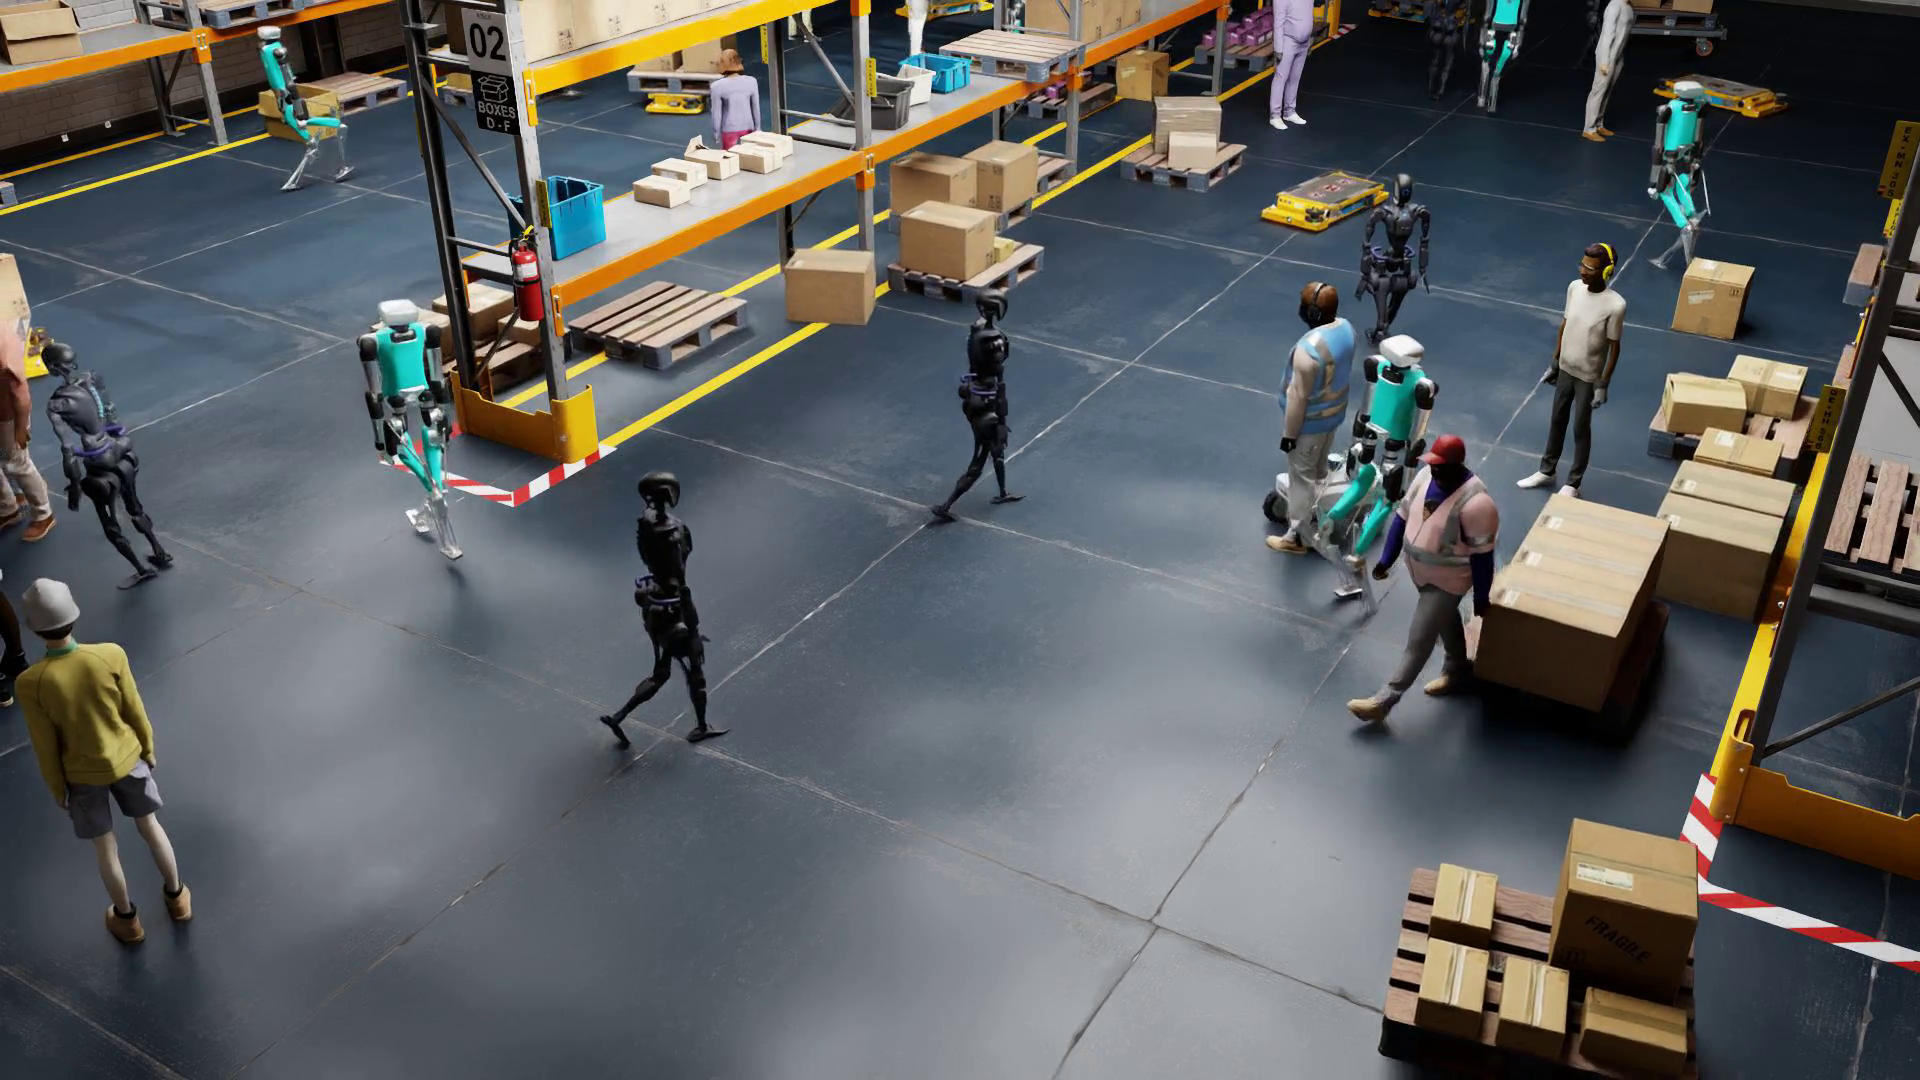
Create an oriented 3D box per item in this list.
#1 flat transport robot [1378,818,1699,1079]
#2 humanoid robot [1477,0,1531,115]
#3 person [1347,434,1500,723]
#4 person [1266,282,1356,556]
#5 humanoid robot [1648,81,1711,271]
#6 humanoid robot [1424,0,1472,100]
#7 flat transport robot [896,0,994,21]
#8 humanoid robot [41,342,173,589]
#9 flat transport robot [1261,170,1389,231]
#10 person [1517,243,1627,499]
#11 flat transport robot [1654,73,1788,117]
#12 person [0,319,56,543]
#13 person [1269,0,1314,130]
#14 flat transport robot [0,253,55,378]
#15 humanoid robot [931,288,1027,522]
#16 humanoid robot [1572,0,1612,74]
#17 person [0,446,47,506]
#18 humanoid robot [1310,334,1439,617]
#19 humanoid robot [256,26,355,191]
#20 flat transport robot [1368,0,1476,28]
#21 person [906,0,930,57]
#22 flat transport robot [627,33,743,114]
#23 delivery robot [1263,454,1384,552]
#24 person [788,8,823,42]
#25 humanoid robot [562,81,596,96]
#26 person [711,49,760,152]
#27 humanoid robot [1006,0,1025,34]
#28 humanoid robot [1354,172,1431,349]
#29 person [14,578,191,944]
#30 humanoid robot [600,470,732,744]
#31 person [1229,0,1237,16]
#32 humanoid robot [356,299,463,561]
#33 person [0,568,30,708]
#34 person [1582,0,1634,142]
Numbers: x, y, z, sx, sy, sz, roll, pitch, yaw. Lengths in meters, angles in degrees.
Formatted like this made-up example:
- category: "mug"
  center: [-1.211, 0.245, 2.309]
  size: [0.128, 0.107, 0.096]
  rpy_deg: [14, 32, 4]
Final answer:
- category: "flat transport robot"
  center: [2.437, 2.161, 7.118]
  size: [0.659, 0.231, 1.431]
  rpy_deg: [10, 31, 18]
- category: "humanoid robot"
  center: [6.556, -6.070, 20.226]
  size: [0.532, 1.790, 0.990]
  rpy_deg: [6, 30, 10]
- category: "person"
  center: [2.554, 0.207, 9.114]
  size: [0.945, 1.701, 0.595]
  rpy_deg: [-11, 31, -18]
- category: "person"
  center: [2.259, -0.784, 10.742]
  size: [0.432, 1.833, 0.625]
  rpy_deg: [20, 35, 31]
- category: "humanoid robot"
  center: [6.676, -3.186, 15.131]
  size: [0.554, 1.800, 0.903]
  rpy_deg: [-9, 31, -16]
- category: "humanoid robot"
  center: [6.061, -6.352, 20.781]
  size: [0.397, 1.677, 0.598]
  rpy_deg: [-24, 37, -36]
- category: "flat transport robot"
  center: [-0.218, -8.151, 25.360]
  size: [1.431, 0.231, 0.659]
  rpy_deg: [-22, 36, -34]
- category: "humanoid robot"
  center: [-5.339, -0.484, 10.374]
  size: [0.349, 1.645, 0.596]
  rpy_deg: [4, 30, 7]
- category: "flat transport robot"
  center: [3.780, -3.500, 17.132]
  size: [0.659, 0.231, 1.431]
  rpy_deg: [24, 37, 36]
- category: "person"
  center: [4.202, -1.123, 11.302]
  size: [0.336, 1.872, 0.516]
  rpy_deg: [-14, 32, -22]
- category: "flat transport robot"
  center: [9.501, -5.559, 20.776]
  size: [0.659, 0.231, 1.431]
  rpy_deg: [-20, 35, -31]
- category: "person"
  center: [-6.231, -0.846, 10.742]
  size: [0.678, 1.938, 0.443]
  rpy_deg: [10, 31, 17]
- category: "person"
  center: [3.931, -5.832, 19.596]
  size: [0.642, 1.908, 0.414]
  rpy_deg: [-24, 37, -36]
- category: "flat transport robot"
  center: [-8.150, -1.428, 13.467]
  size: [1.431, 0.231, 0.659]
  rpy_deg: [-11, 31, -19]
- category: "humanoid robot"
  center: [0.124, -0.907, 11.160]
  size: [0.738, 1.642, 0.610]
  rpy_deg: [-10, 31, -17]
- category: "humanoid robot"
  center: [8.454, -6.967, 21.848]
  size: [0.596, 1.640, 0.593]
  rpy_deg: [23, 37, 34]
- category: "person"
  center: [-6.726, -1.145, 11.215]
  size: [0.610, 1.994, 0.391]
  rpy_deg: [-2, 30, -4]
- category: "humanoid robot"
  center: [2.417, -0.338, 10.050]
  size: [0.666, 1.798, 0.541]
  rpy_deg: [-17, 34, -27]
- category: "humanoid robot"
  center: [-6.874, -4.574, 17.592]
  size: [1.037, 1.762, 0.542]
  rpy_deg: [-25, 38, -37]
- category: "flat transport robot"
  center: [6.910, -7.882, 24.884]
  size: [0.659, 0.231, 1.431]
  rpy_deg: [-26, 39, -38]
- category: "person"
  center: [-0.552, -7.398, 22.390]
  size: [0.677, 1.880, 0.827]
  rpy_deg: [21, 36, 32]
- category: "flat transport robot"
  center: [-3.422, -5.626, 20.894]
  size: [0.659, 0.231, 1.431]
  rpy_deg: [4, 30, 7]
- category: "delivery robot"
  center: [2.468, -0.290, 11.155]
  size: [0.773, 0.586, 0.499]
  rpy_deg: [-9, 31, -16]
- category: "person"
  center: [-2.222, -7.954, 23.513]
  size: [0.585, 1.743, 0.366]
  rpy_deg: [24, 38, 36]
- category: "humanoid robot"
  center: [-4.880, -6.304, 20.627]
  size: [0.539, 1.792, 0.843]
  rpy_deg: [23, 37, 35]
- category: "person"
  center: [-2.273, -4.169, 16.937]
  size: [0.502, 1.627, 0.286]
  rpy_deg: [-11, 31, -19]
- category: "humanoid robot"
  center: [0.776, -6.404, 20.885]
  size: [0.548, 1.871, 0.832]
  rpy_deg: [6, 30, 10]
- category: "humanoid robot"
  center: [3.487, -2.181, 13.446]
  size: [0.608, 1.643, 0.820]
  rpy_deg: [-5, 30, -8]
- category: "person"
  center: [-3.867, 1.016, 7.501]
  size: [0.476, 1.890, 0.387]
  rpy_deg: [-23, 37, -34]
- category: "humanoid robot"
  center: [-1.614, 0.395, 8.826]
  size: [0.670, 1.634, 0.600]
  rpy_deg: [-16, 33, -25]
- category: "person"
  center: [4.154, -8.944, 25.215]
  size: [0.574, 1.800, 0.893]
  rpy_deg: [5, 30, 8]
- category: "humanoid robot"
  center: [-3.398, -0.629, 10.603]
  size: [0.562, 1.749, 1.062]
  rpy_deg: [-22, 36, -33]
- category: "person"
  center: [-5.560, 0.018, 9.202]
  size: [0.379, 1.961, 0.604]
  rpy_deg: [-1, 29, -1]
- category: "person"
  center: [7.522, -5.577, 19.161]
  size: [0.376, 1.893, 0.572]
  rpy_deg: [23, 37, 34]
